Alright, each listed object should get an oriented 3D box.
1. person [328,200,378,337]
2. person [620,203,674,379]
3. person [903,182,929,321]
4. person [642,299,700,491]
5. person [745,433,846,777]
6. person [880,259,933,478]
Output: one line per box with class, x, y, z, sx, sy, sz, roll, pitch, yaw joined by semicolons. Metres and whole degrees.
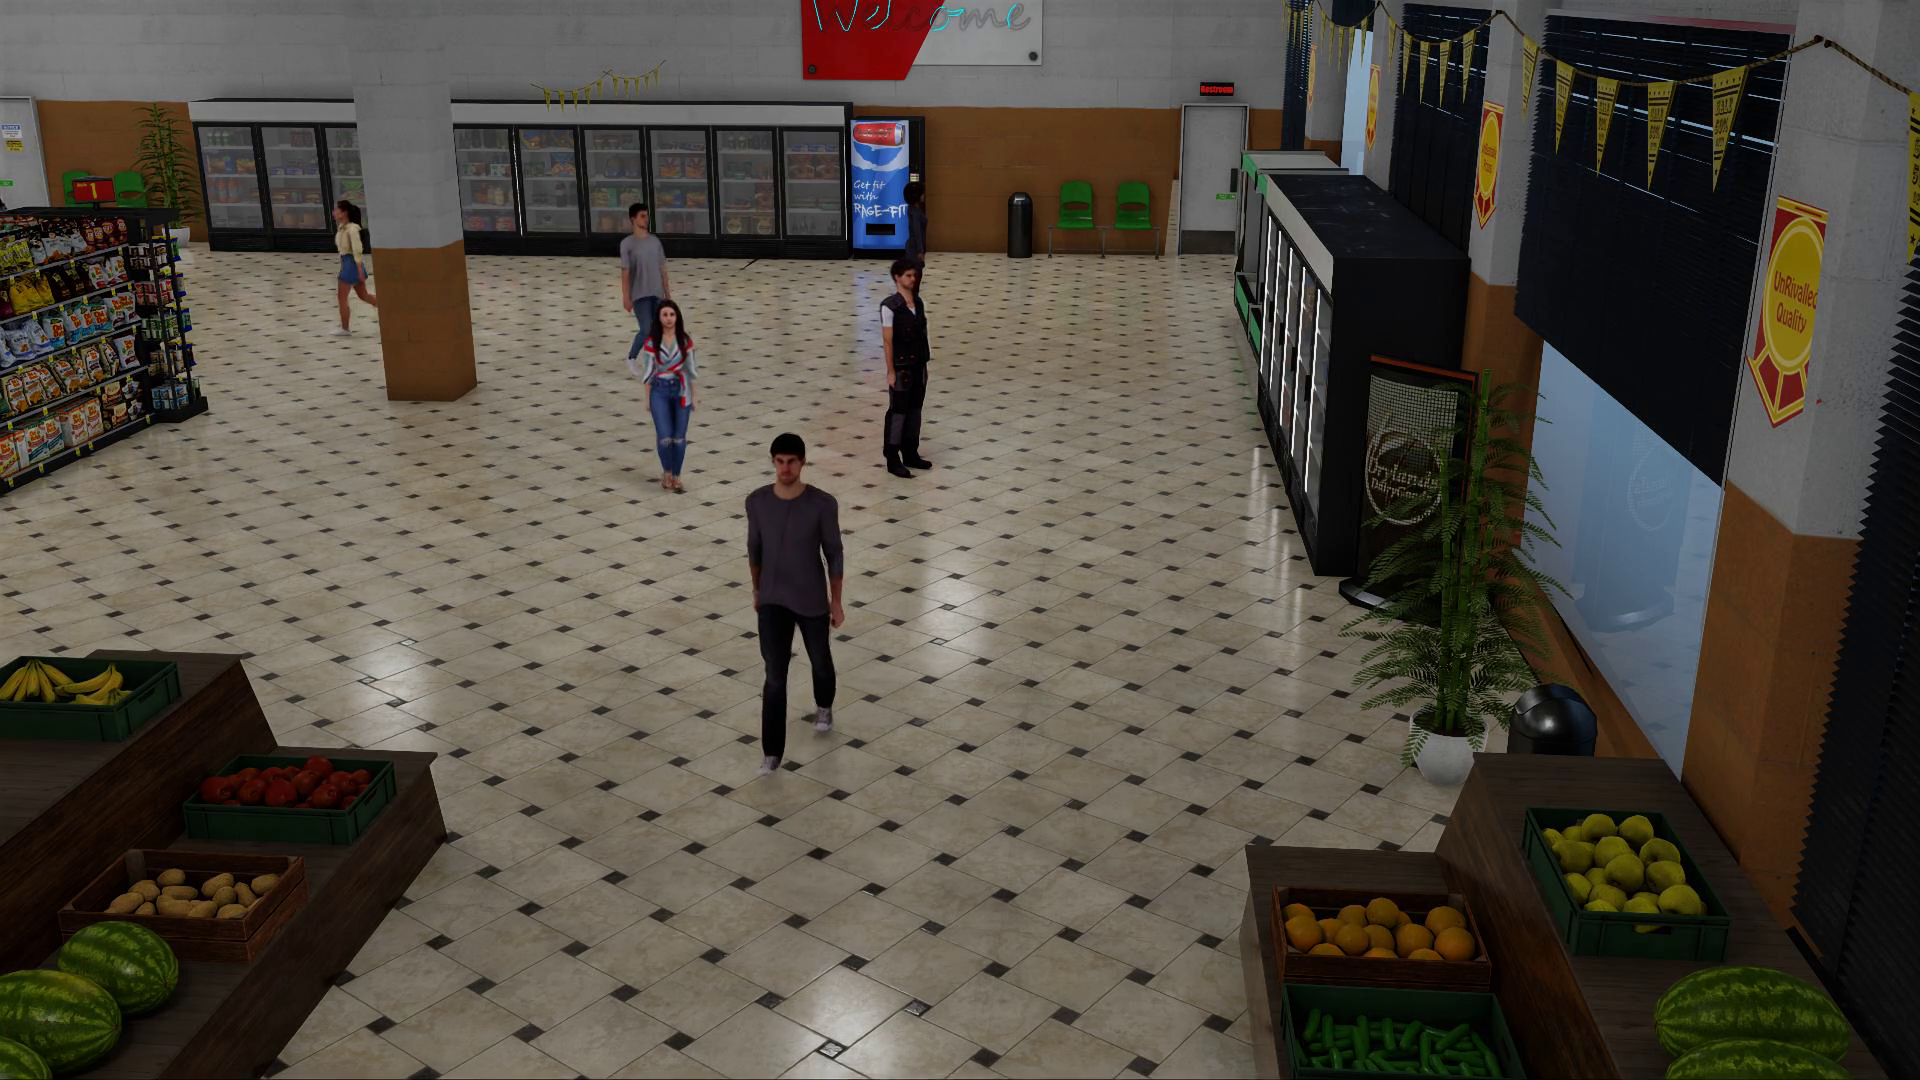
person;-7.183;-3.230;19.909;1.068;1.574;1.123;-9;21;-26
person;-3.373;-2.604;17.582;0.898;1.874;0.828;14;23;36
person;-0.564;-3.629;20.878;0.691;1.711;0.536;-3;19;-10
person;-2.433;-1.223;13.905;0.707;1.605;0.710;-6;20;-18
person;-0.869;0.301;9.075;0.694;1.805;1.158;2;19;5
person;-0.479;-1.495;14.330;0.805;1.849;0.700;14;23;36
